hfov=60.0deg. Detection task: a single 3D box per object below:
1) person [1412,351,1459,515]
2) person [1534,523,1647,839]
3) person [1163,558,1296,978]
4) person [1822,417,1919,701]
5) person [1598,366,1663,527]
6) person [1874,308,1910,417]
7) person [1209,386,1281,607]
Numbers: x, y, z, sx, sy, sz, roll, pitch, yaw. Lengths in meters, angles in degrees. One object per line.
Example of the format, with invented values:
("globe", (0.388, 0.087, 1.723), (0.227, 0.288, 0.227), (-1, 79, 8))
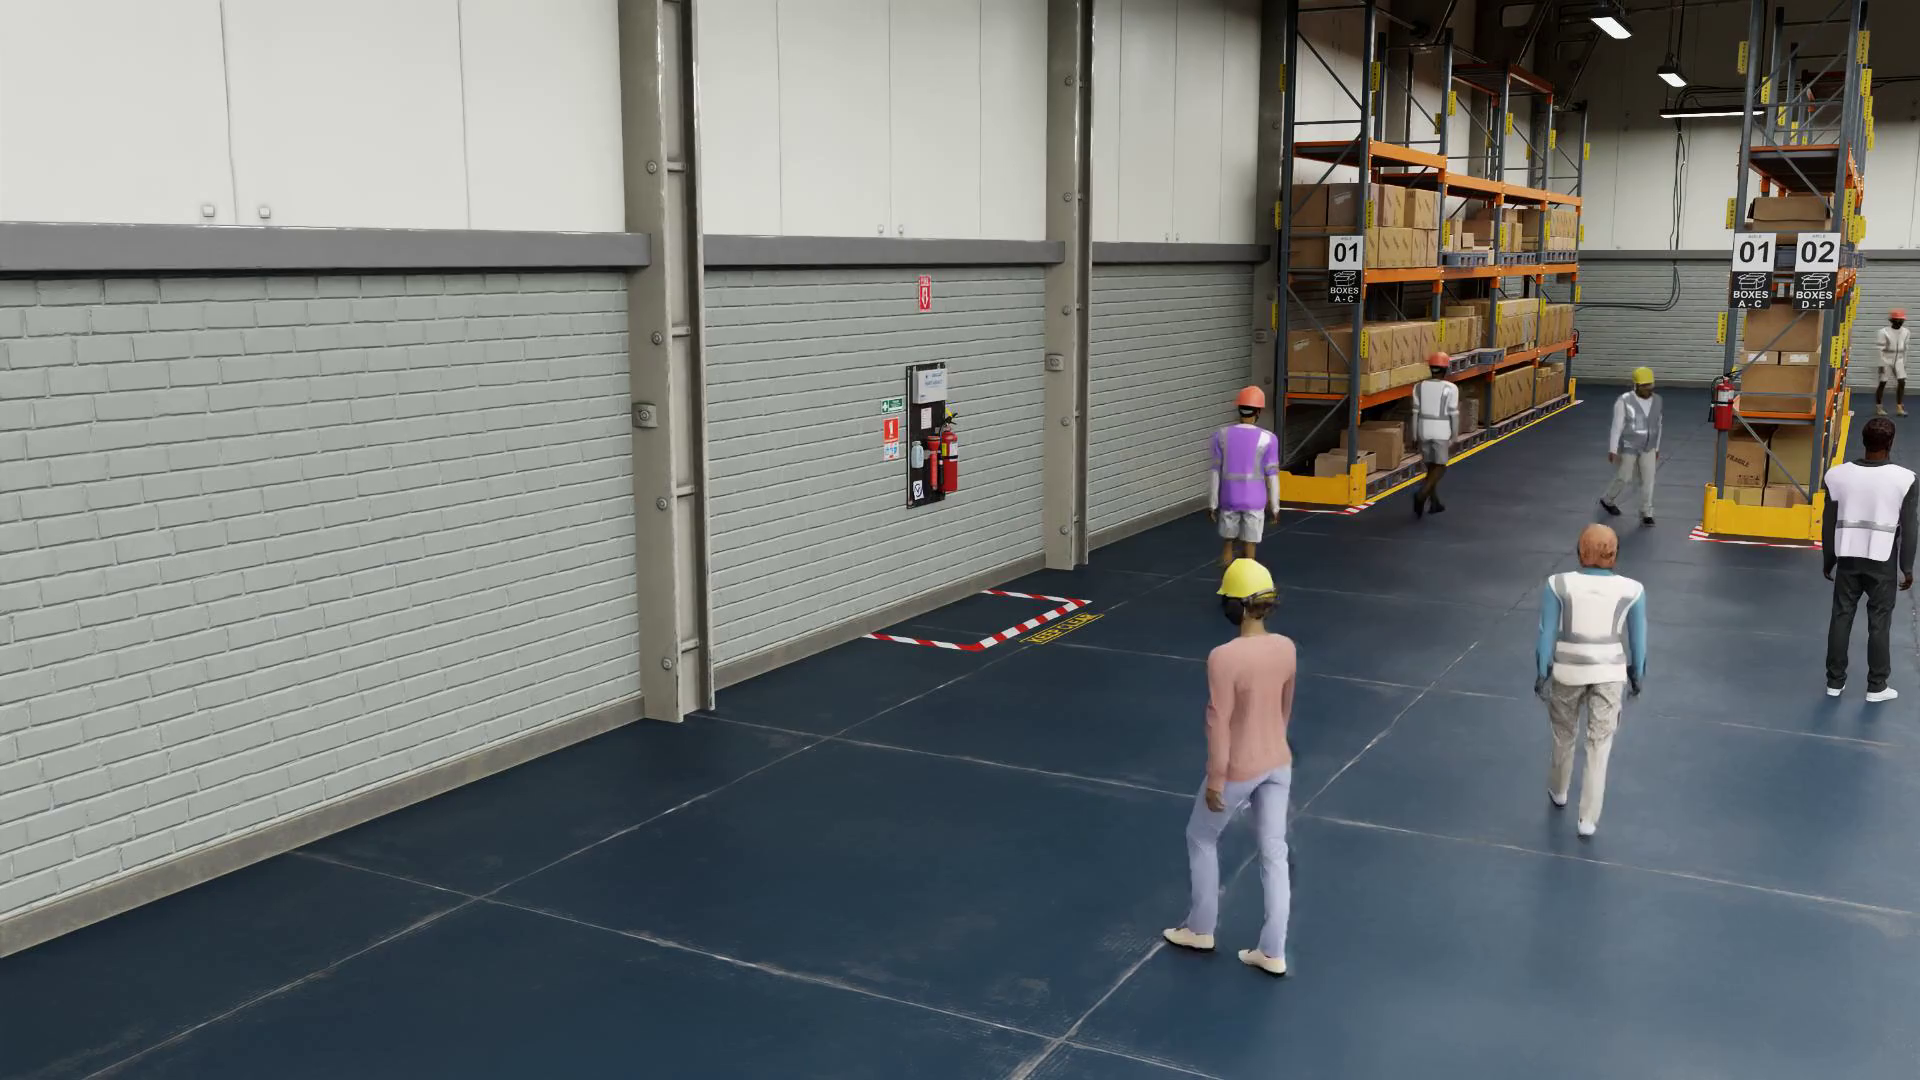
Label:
("person", (5.450, -1.223, 19.182), (0.556, 1.915, 0.812), (8, 13, 40))
("person", (3.310, 0.707, 8.749), (0.549, 1.601, 0.792), (3, 10, 18))
("person", (1.152, 0.934, 7.029), (0.545, 1.735, 0.721), (-7, 12, -36))
("person", (6.118, 0.132, 11.226), (0.591, 1.920, 0.392), (9, 13, 43))
("person", (7.567, -1.076, 18.696), (0.635, 1.791, 0.828), (-1, 10, -8))
("person", (17.393, -3.289, 30.955), (0.615, 2.009, 0.880), (0, 10, 1))
("person", (2.376, -0.319, 13.848), (0.585, 1.923, 0.403), (4, 11, 23))
